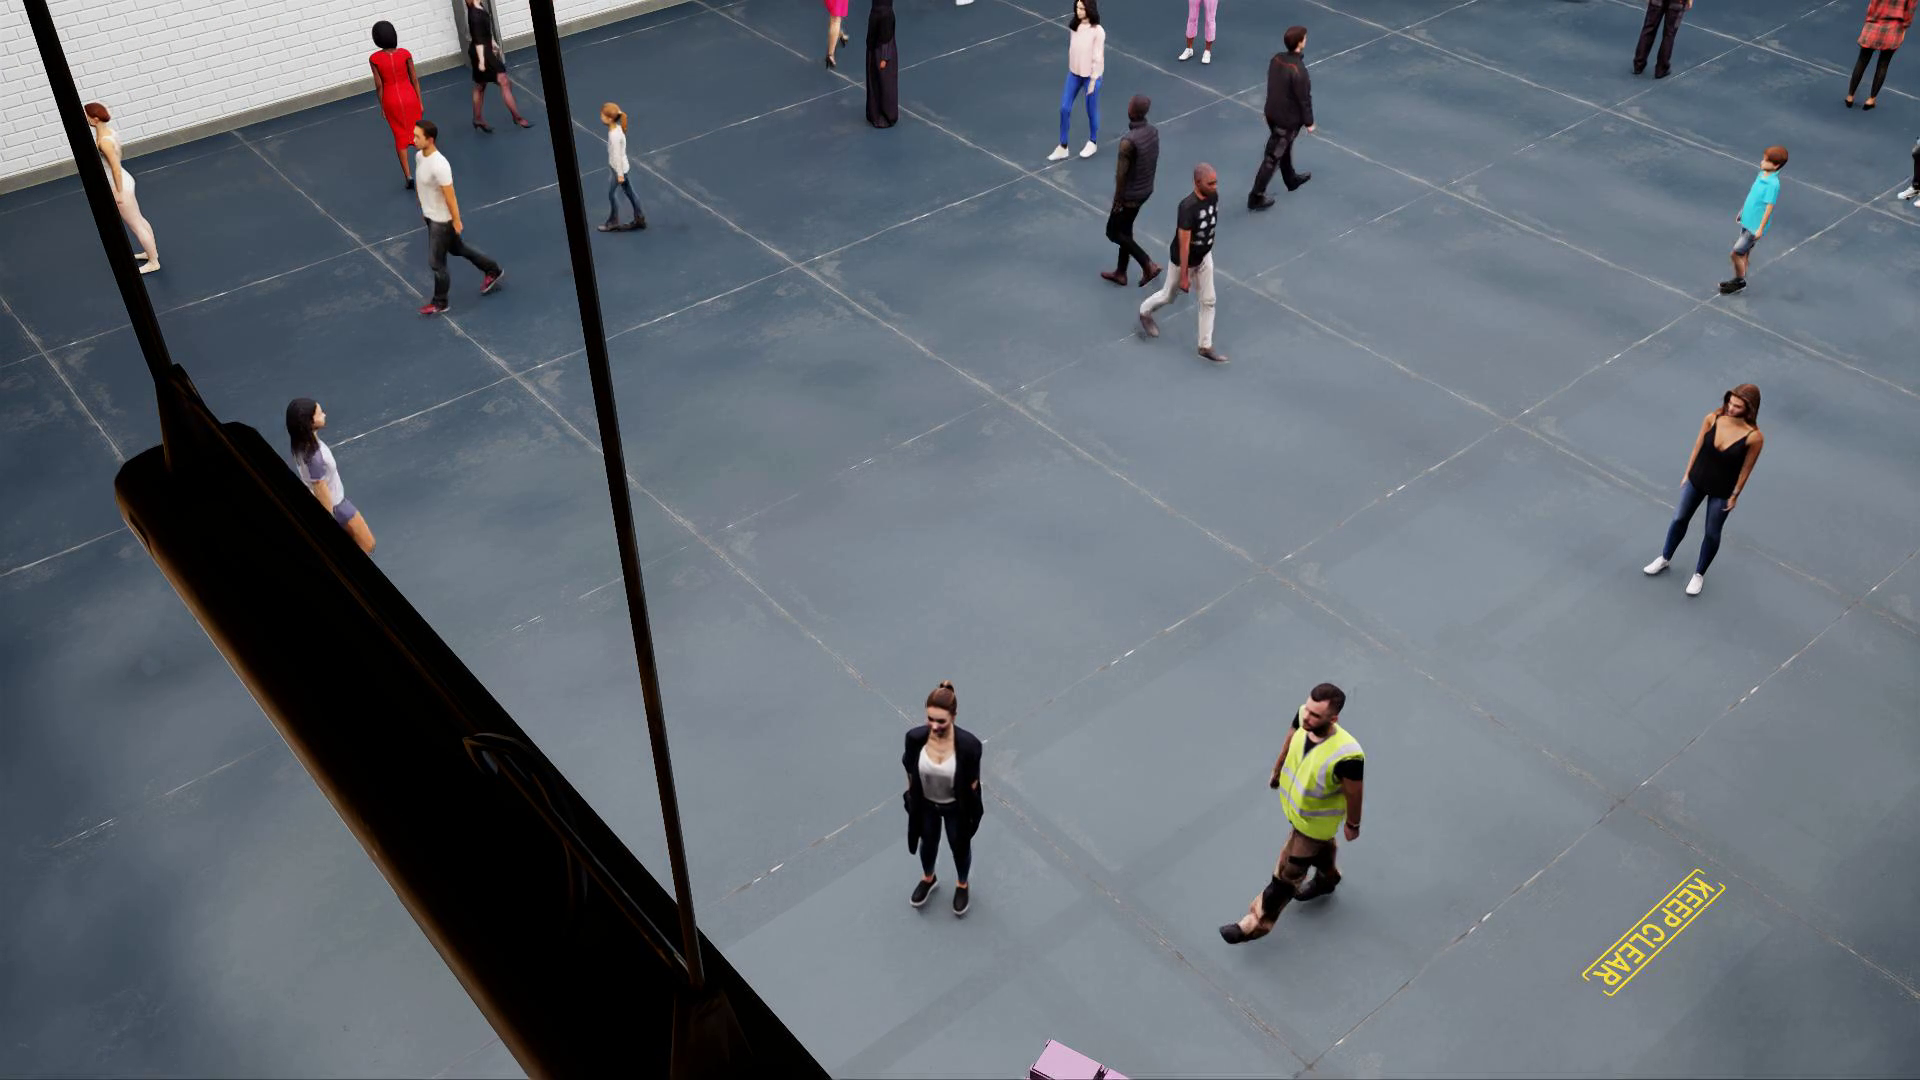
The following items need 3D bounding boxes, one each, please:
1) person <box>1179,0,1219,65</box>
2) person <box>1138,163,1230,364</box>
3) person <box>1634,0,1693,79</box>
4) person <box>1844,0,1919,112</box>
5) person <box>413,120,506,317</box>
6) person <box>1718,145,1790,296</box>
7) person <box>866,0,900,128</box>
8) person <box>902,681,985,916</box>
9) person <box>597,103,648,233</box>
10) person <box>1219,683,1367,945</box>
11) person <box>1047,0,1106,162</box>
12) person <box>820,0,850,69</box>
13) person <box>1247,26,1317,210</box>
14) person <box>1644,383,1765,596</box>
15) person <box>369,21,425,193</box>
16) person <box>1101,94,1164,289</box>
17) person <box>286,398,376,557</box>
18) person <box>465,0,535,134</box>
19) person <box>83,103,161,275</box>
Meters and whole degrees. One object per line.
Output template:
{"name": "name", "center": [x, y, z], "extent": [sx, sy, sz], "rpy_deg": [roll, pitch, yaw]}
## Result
{"name": "person", "center": [2.827, -6.396, 19.208], "extent": [0.653, 1.744, 0.653], "rpy_deg": [15, 41, 18]}
{"name": "person", "center": [1.893, -2.406, 14.193], "extent": [1.175, 1.768, 0.783], "rpy_deg": [-31, 48, -33]}
{"name": "person", "center": [8.049, -6.184, 18.860], "extent": [0.729, 1.848, 0.685], "rpy_deg": [22, 44, 25]}
{"name": "person", "center": [10.101, -5.561, 18.196], "extent": [0.678, 1.701, 0.650], "rpy_deg": [22, 44, 25]}
{"name": "person", "center": [-4.530, -2.902, 14.812], "extent": [1.119, 1.771, 0.682], "rpy_deg": [-25, 45, -28]}
{"name": "person", "center": [7.268, -2.891, 15.060], "extent": [0.684, 1.444, 0.626], "rpy_deg": [2, 39, 3]}
{"name": "person", "center": [-0.834, -5.273, 17.906], "extent": [0.724, 1.615, 0.696], "rpy_deg": [-8, 39, -10]}
{"name": "person", "center": [-0.091, 1.464, 9.414], "extent": [0.722, 1.684, 0.747], "rpy_deg": [10, 40, 12]}
{"name": "person", "center": [-3.209, -3.581, 16.037], "extent": [0.792, 1.302, 0.693], "rpy_deg": [-4, 39, -5]}
{"name": "person", "center": [2.032, 1.479, 9.310], "extent": [1.241, 1.791, 0.945], "rpy_deg": [-15, 41, -18]}
{"name": "person", "center": [1.357, -4.785, 17.188], "extent": [0.707, 1.748, 0.870], "rpy_deg": [29, 47, 31]}
{"name": "person", "center": [-1.468, -6.271, 19.092], "extent": [0.887, 1.693, 1.090], "rpy_deg": [13, 40, 16]}
{"name": "person", "center": [3.087, -4.090, 16.274], "extent": [1.167, 1.802, 0.941], "rpy_deg": [-13, 41, -16]}
{"name": "person", "center": [5.303, -0.397, 11.714], "extent": [0.532, 1.722, 0.607], "rpy_deg": [-31, 48, -33]}
{"name": "person", "center": [-5.581, -4.336, 16.626], "extent": [0.528, 1.747, 0.680], "rpy_deg": [-15, 41, -18]}
{"name": "person", "center": [1.629, -3.106, 15.032], "extent": [0.919, 1.815, 0.915], "rpy_deg": [20, 43, 23]}
{"name": "person", "center": [-4.447, -0.218, 11.492], "extent": [0.590, 1.720, 0.602], "rpy_deg": [-24, 44, -27]}
{"name": "person", "center": [-5.144, -5.111, 17.647], "extent": [0.961, 1.684, 0.790], "rpy_deg": [-13, 40, -15]}
{"name": "person", "center": [-7.743, -3.262, 15.365], "extent": [0.567, 1.644, 0.607], "rpy_deg": [-14, 41, -16]}
